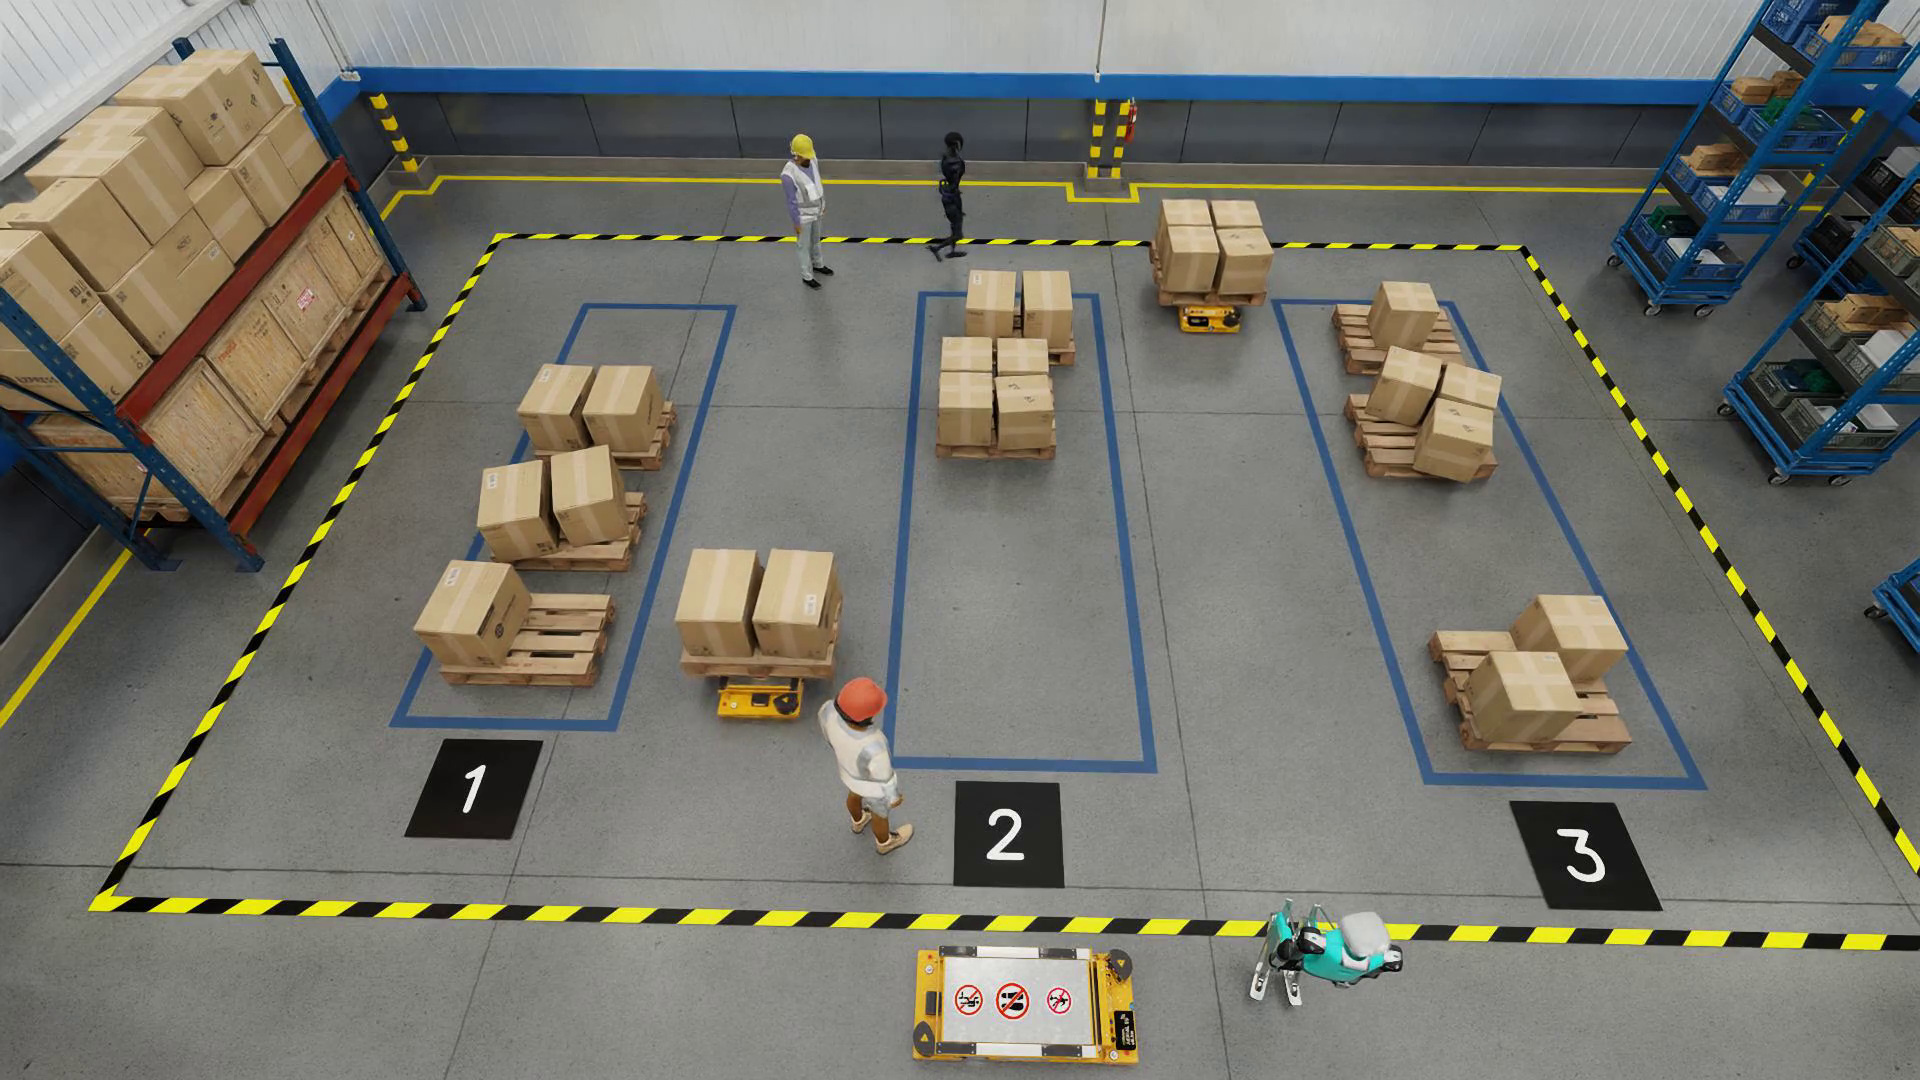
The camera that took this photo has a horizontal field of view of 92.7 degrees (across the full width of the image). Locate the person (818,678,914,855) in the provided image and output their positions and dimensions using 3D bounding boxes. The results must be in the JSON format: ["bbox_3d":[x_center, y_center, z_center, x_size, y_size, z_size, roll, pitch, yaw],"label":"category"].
[{"bbox_3d":[-0.607,1.522,6.108,0.604,2.034,0.386,36,59,26],"label":"person"}]

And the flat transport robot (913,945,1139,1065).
[{"bbox_3d":[0.422,3.041,6.007,1.431,0.231,0.659,1,51,1],"label":"flat transport robot"}]

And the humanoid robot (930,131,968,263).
[{"bbox_3d":[-0.158,-4.062,10.892,0.477,1.647,0.606,-8,51,-6],"label":"humanoid robot"}]

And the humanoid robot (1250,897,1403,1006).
[{"bbox_3d":[2.140,2.374,5.515,0.533,1.680,0.735,9,51,8],"label":"humanoid robot"}]

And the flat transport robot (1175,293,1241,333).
[{"bbox_3d":[2.891,-2.994,10.909,0.652,0.197,1.431,1,51,1],"label":"flat transport robot"}]

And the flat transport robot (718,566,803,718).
[{"bbox_3d":[-1.613,0.829,7.792,0.652,0.197,1.431,1,51,1],"label":"flat transport robot"}]

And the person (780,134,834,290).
[{"bbox_3d":[-1.746,-3.787,10.571,0.404,1.821,0.586,22,54,17],"label":"person"}]
